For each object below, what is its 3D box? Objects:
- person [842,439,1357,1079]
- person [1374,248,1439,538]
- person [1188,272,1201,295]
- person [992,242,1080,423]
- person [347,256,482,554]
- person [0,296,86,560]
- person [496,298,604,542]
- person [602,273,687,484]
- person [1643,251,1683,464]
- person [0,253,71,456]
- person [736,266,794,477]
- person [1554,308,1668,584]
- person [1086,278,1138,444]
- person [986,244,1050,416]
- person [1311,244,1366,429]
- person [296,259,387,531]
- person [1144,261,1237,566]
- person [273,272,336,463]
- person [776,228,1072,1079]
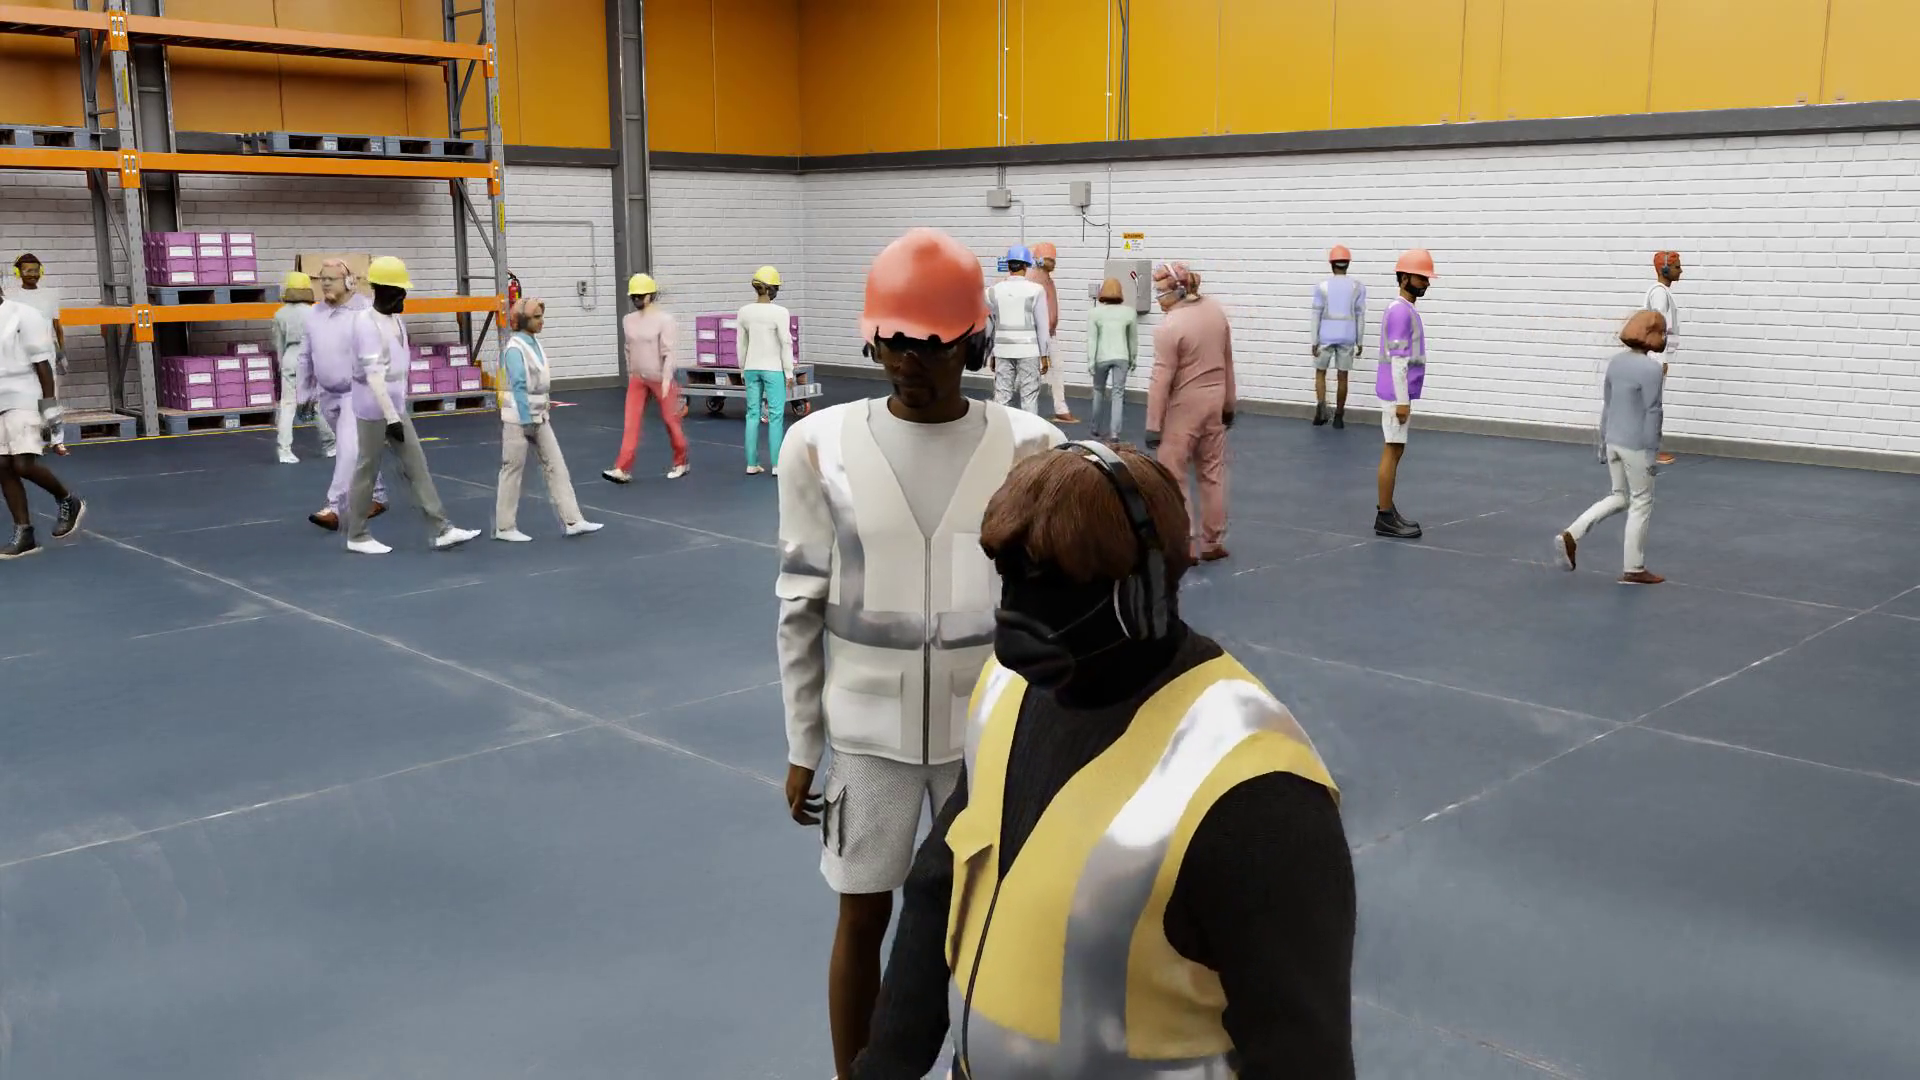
[{"bbox_3d":[0.122,0.765,2.062,0.972,1.785,0.634,-4,11,-21],"label":"person"},{"bbox_3d":[2.997,-0.986,11.220,0.376,1.933,0.544,3,11,17],"label":"person"},{"bbox_3d":[2.359,-1.965,17.351,0.314,1.640,0.516,-6,12,-31],"label":"person"},{"bbox_3d":[0.821,-2.253,18.070,0.962,1.967,0.620,6,12,29],"label":"person"},{"bbox_3d":[-3.512,-0.824,10.445,0.922,1.879,0.608,1,10,7],"label":"person"},{"bbox_3d":[-5.988,-0.862,10.545,0.651,1.931,0.558,3,11,14],"label":"person"},{"bbox_3d":[-2.739,-0.774,10.943,0.775,1.608,0.539,1,10,7],"label":"person"},{"bbox_3d":[-2.548,-1.309,13.588,0.543,1.709,0.974,4,11,22],"label":"person"},{"bbox_3d":[6.247,-1.630,14.865,0.355,1.883,0.574,3,11,17],"label":"person"},{"bbox_3d":[-8.434,-1.677,15.195,0.512,1.862,0.322,-10,14,-43],"label":"person"},{"bbox_3d":[-1.625,-1.417,14.021,0.533,1.767,0.327,5,12,26],"label":"person"},{"bbox_3d":[3.819,-0.532,9.617,0.558,1.613,0.498,-2,10,-8],"label":"person"},{"bbox_3d":[1.477,-1.742,16.250,0.520,1.597,0.803,0,10,1],"label":"person"},{"bbox_3d":[0.522,-1.675,14.948,0.601,1.942,0.394,4,11,22],"label":"person"},{"bbox_3d":[3.942,-2.113,17.372,0.554,1.932,0.430,2,11,8],"label":"person"},{"bbox_3d":[-4.311,-1.013,11.562,0.671,1.854,1.012,3,11,15],"label":"person"},{"bbox_3d":[1.429,-0.777,10.268,0.763,1.873,0.397,-9,14,-42],"label":"person"},{"bbox_3d":[-5.907,-1.552,14.939,0.503,1.691,0.897,2,11,8],"label":"person"},{"bbox_3d":[-0.066,0.397,3.404,0.608,2.033,0.404,-1,10,-4],"label":"person"}]
